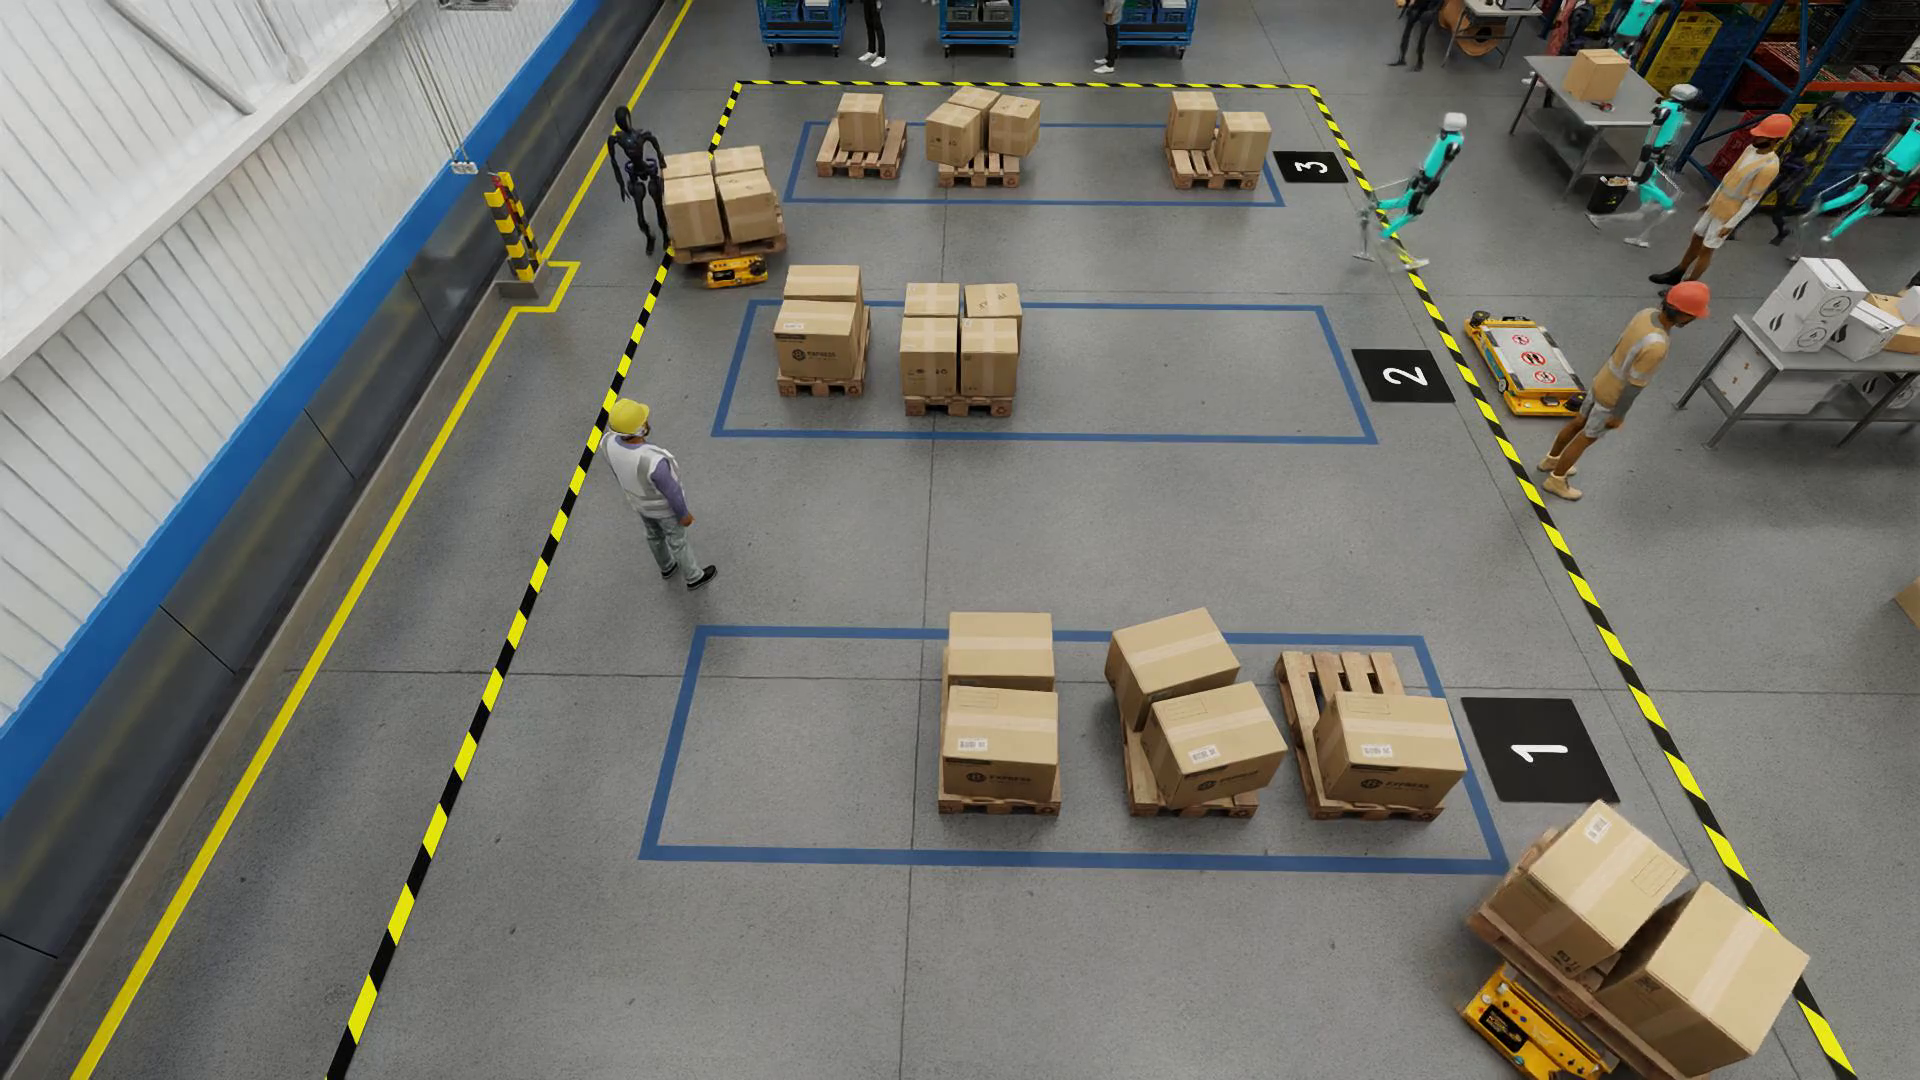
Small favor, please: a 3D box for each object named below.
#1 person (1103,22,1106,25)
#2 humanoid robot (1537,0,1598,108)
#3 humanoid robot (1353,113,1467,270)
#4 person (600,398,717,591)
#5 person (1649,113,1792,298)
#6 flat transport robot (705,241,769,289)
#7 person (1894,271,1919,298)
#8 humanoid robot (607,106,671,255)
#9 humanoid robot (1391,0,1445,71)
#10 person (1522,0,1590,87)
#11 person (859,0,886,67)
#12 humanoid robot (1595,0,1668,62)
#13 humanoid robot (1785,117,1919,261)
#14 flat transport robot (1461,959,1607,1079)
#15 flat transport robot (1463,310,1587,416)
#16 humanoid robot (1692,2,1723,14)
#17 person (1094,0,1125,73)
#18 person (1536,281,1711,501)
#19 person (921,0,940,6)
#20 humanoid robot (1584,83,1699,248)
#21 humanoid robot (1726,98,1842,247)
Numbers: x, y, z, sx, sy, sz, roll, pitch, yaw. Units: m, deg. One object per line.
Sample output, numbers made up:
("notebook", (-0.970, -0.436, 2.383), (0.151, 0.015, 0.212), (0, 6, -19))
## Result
("person", (2.582, -9.009, 14.163), (0.397, 2.037, 0.608), (-27, 54, -21))
("humanoid robot", (8.106, -6.508, 12.236), (0.343, 1.648, 0.609), (33, 57, 25))
("humanoid robot", (4.703, -3.648, 9.717), (1.021, 1.729, 0.530), (10, 50, 9))
("person", (-2.226, -0.314, 6.767), (0.591, 1.837, 0.404), (24, 53, 19))
("person", (7.763, -3.368, 9.347), (0.375, 1.932, 0.550), (7, 49, 6))
("flat transport robot", (-2.605, -3.385, 10.445), (0.652, 0.197, 1.431), (-11, 50, -10))
("person", (10.364, -3.173, 9.247), (0.335, 1.836, 0.502), (-30, 56, -24))
("humanoid robot", (-3.431, -3.902, 9.985), (0.608, 1.643, 0.430), (-7, 50, -6))
("humanoid robot", (6.754, -7.719, 13.283), (0.414, 1.641, 0.610), (-34, 57, -26))
("person", (8.552, -7.403, 12.848), (0.383, 1.921, 0.595), (35, 58, 27))
("person", (-1.306, -7.909, 13.324), (0.329, 1.865, 0.508), (-31, 56, -24))
("humanoid robot", (8.734, -6.598, 12.269), (0.540, 1.775, 0.775), (10, 50, 9))
("humanoid robot", (9.505, -3.674, 9.756), (0.857, 1.779, 0.538), (-5, 49, -5))
("flat transport robot", (3.633, 2.519, 5.334), (1.431, 0.197, 0.652), (-32, 56, -25))
("flat transport robot", (5.573, -1.757, 9.054), (0.659, 0.231, 1.431), (1, 49, 1))
("humanoid robot", (10.639, -7.574, 13.158), (0.463, 1.644, 0.591), (0, 49, 0))
("person", (2.165, -7.717, 13.170), (0.407, 1.846, 0.588), (10, 50, 8))
("person", (5.315, -1.194, 7.398), (0.391, 2.039, 0.606), (16, 51, 13))
("person", (-0.482, -9.792, 14.955), (0.510, 1.865, 0.329), (31, 56, 24))
("humanoid robot", (7.658, -3.987, 10.011), (0.544, 1.731, 1.054), (-32, 56, -24))
("humanoid robot", (9.217, -4.033, 10.116), (0.727, 1.645, 0.599), (-2, 49, -1))
